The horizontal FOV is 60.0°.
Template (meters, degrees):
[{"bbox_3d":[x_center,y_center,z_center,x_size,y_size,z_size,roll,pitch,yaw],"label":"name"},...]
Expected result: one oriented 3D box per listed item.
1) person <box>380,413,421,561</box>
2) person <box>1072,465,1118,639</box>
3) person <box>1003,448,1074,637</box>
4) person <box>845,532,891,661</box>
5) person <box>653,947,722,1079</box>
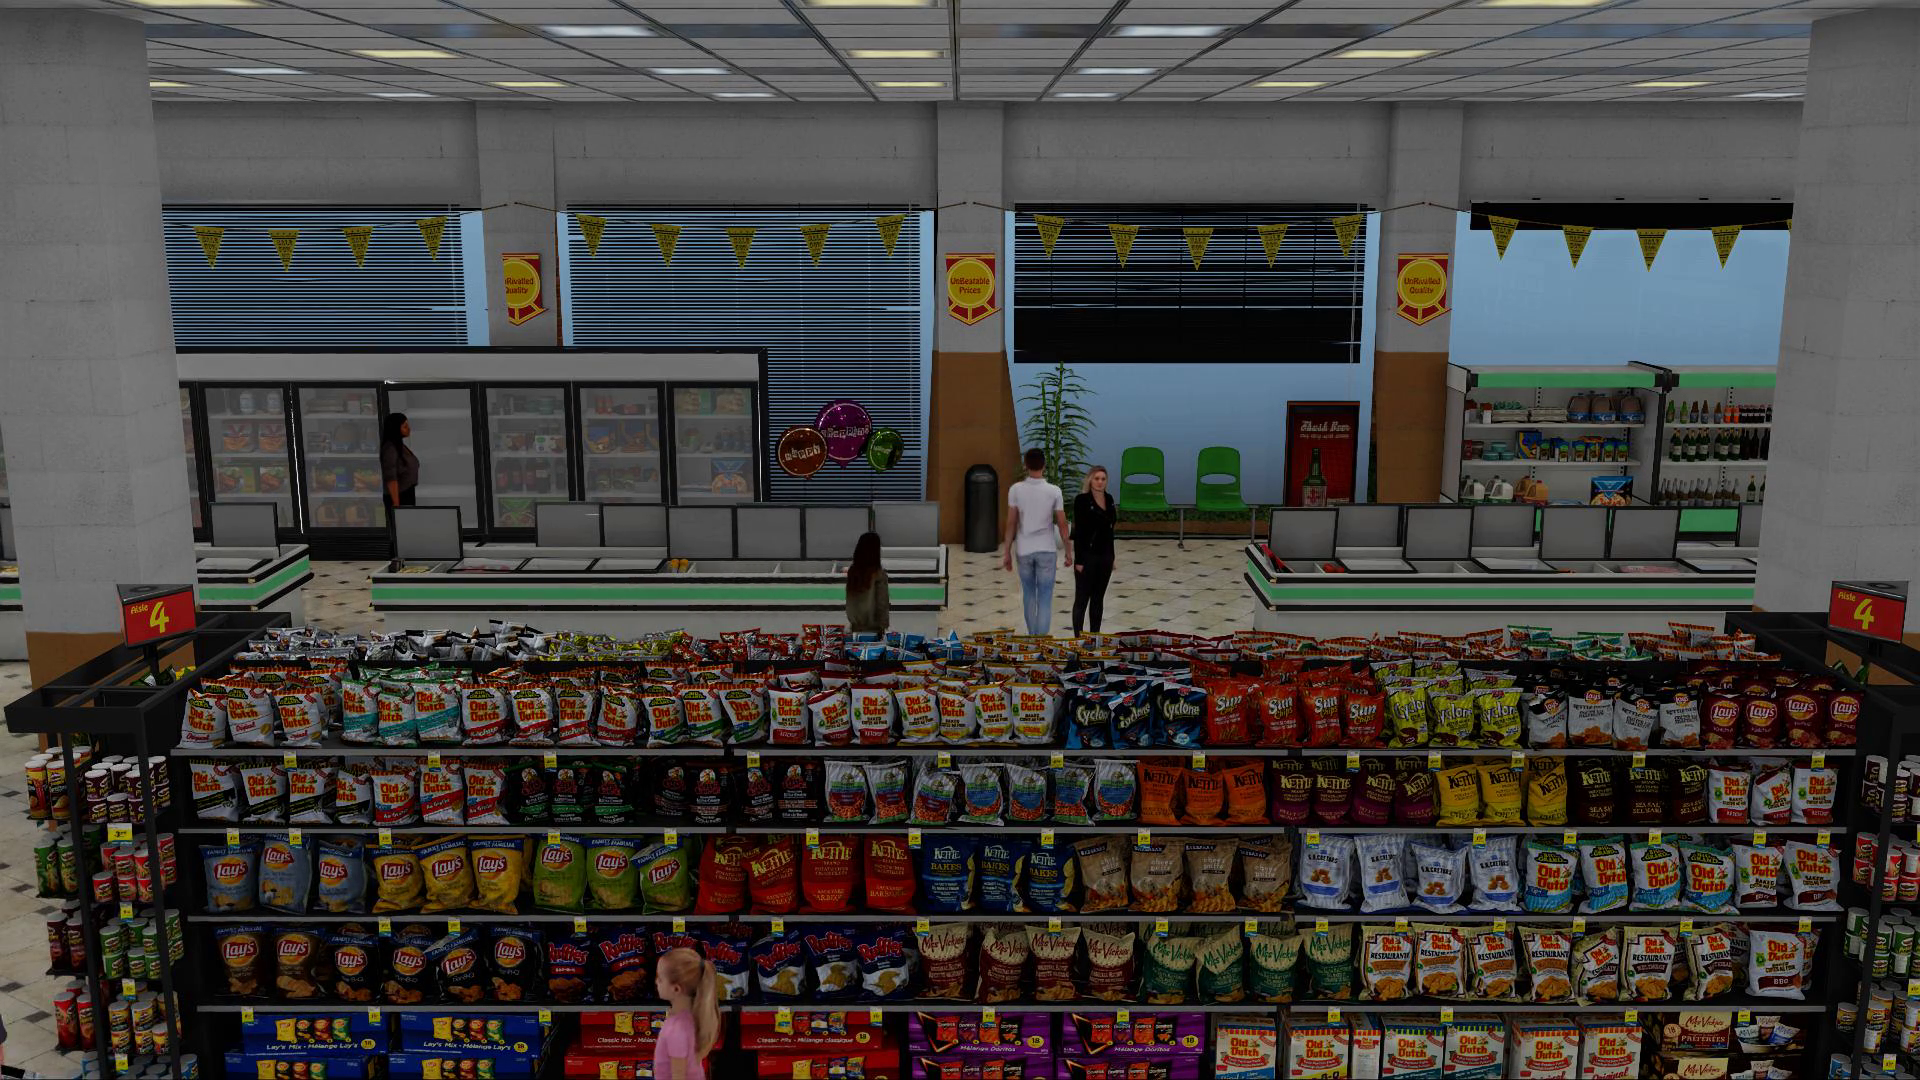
[{"bbox_3d":[-5.724,-0.385,16.949,0.629,1.838,0.666,-2,12,-7],"label":"person"},{"bbox_3d":[1.172,0.167,14.698,0.657,1.686,0.753,-8,14,-33],"label":"person"},{"bbox_3d":[0.634,0.147,14.453,0.807,1.826,0.895,4,12,17],"label":"person"},{"bbox_3d":[-0.752,0.680,12.801,0.877,1.463,0.928,11,16,43],"label":"person"},{"bbox_3d":[-1.024,2.144,6.314,0.542,1.272,0.511,0,12,-2],"label":"person"}]
